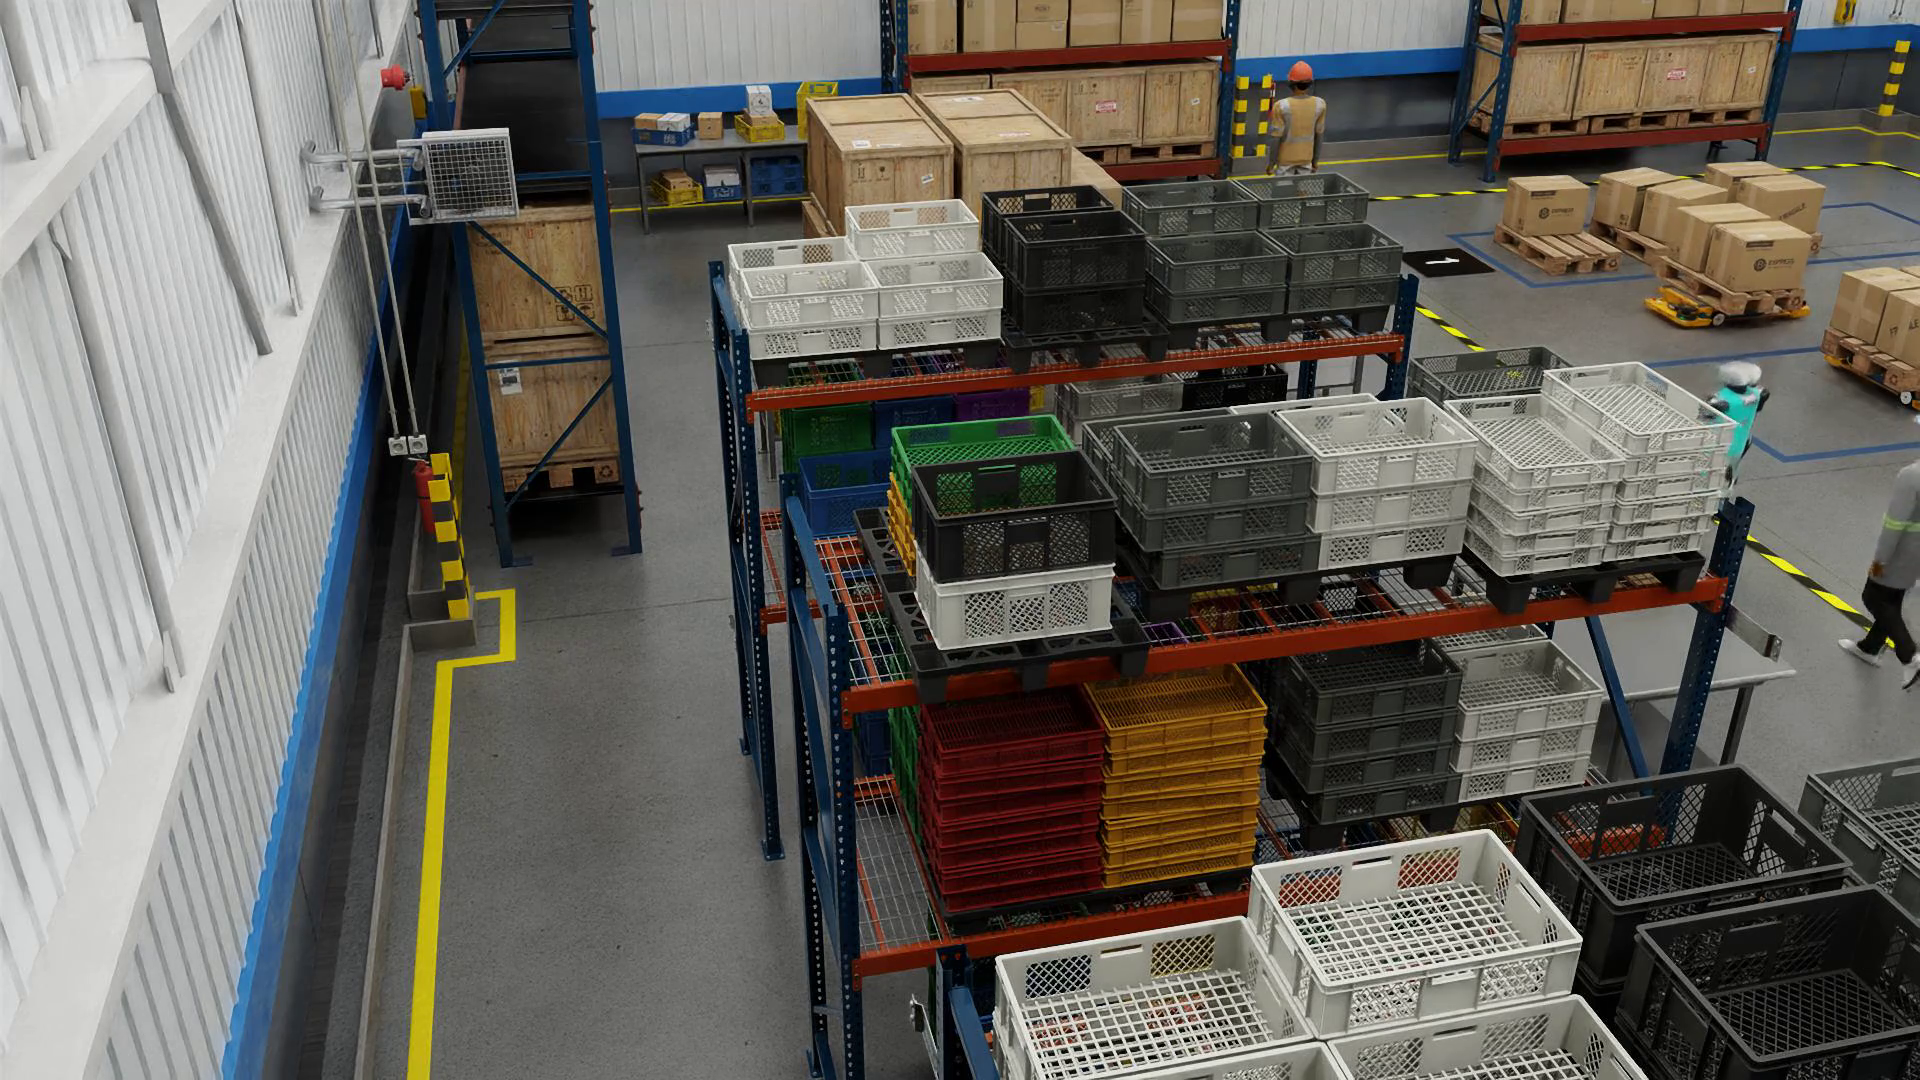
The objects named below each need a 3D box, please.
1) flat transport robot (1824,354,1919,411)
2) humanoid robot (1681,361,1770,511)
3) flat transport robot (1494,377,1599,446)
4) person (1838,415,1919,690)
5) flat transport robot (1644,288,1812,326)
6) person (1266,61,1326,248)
[{"bbox_3d":[8.473,-1.467,14.800,0.652,0.197,1.431,-6,28,-12],"label":"flat transport robot"},{"bbox_3d":[4.910,-0.492,11.447,0.534,1.775,0.996,-15,31,-26],"label":"humanoid robot"},{"bbox_3d":[4.780,-1.036,14.013,0.659,0.231,1.431,-6,28,-12],"label":"flat transport robot"},{"bbox_3d":[5.903,0.050,10.277,0.588,1.832,0.653,-10,29,-18],"label":"person"},{"bbox_3d":[7.627,-2.371,16.514,1.431,0.197,0.652,-6,28,-12],"label":"flat transport robot"},{"bbox_3d":[3.605,-4.130,17.978,0.610,2.048,0.362,-7,28,-12],"label":"person"}]
